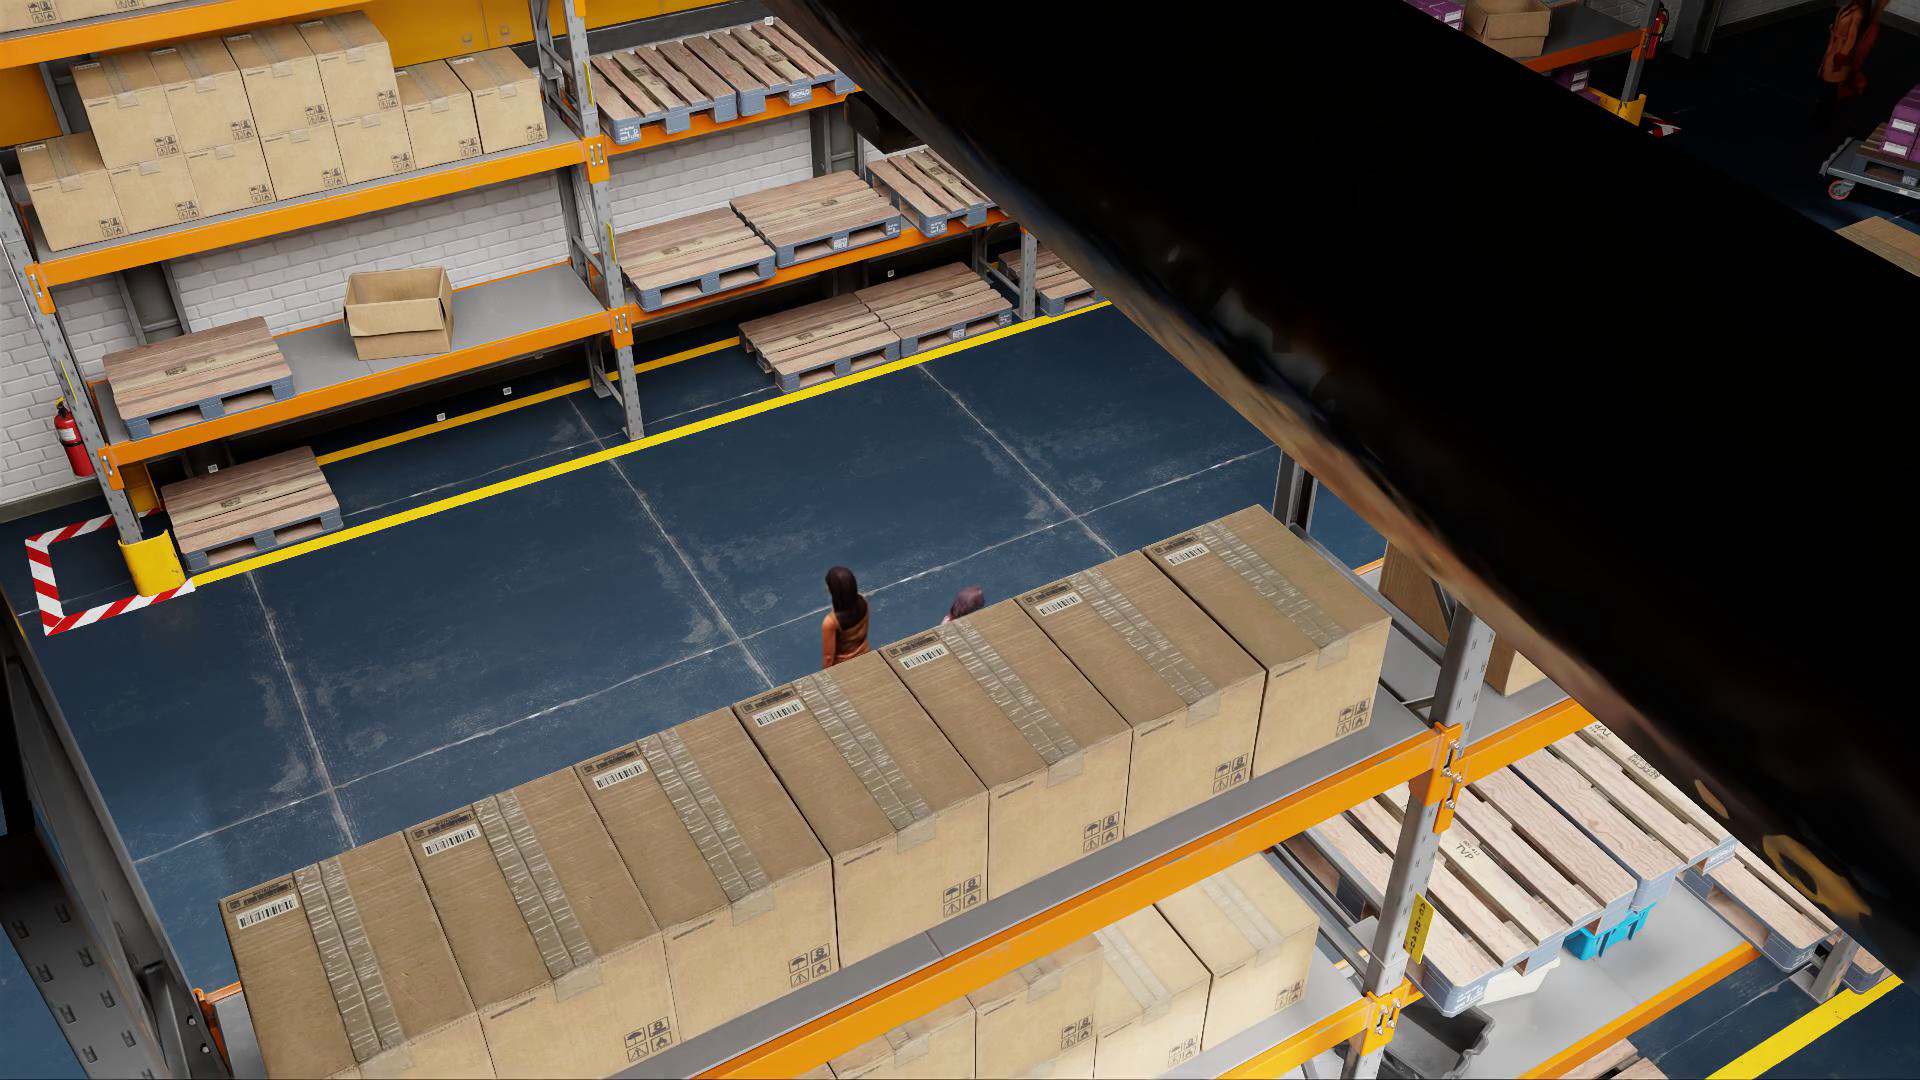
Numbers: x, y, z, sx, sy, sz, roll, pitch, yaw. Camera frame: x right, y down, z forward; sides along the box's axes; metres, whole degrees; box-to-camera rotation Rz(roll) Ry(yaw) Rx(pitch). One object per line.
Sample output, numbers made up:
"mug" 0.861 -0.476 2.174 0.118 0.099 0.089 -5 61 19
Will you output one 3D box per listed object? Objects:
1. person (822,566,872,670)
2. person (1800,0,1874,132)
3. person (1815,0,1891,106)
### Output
"person" -0.725 0.853 10.924 0.693 1.686 0.582 23 44 26
"person" 9.963 -5.488 18.837 0.822 1.719 0.768 8 39 10
"person" 10.445 -5.820 19.201 0.918 1.783 0.864 8 39 10
